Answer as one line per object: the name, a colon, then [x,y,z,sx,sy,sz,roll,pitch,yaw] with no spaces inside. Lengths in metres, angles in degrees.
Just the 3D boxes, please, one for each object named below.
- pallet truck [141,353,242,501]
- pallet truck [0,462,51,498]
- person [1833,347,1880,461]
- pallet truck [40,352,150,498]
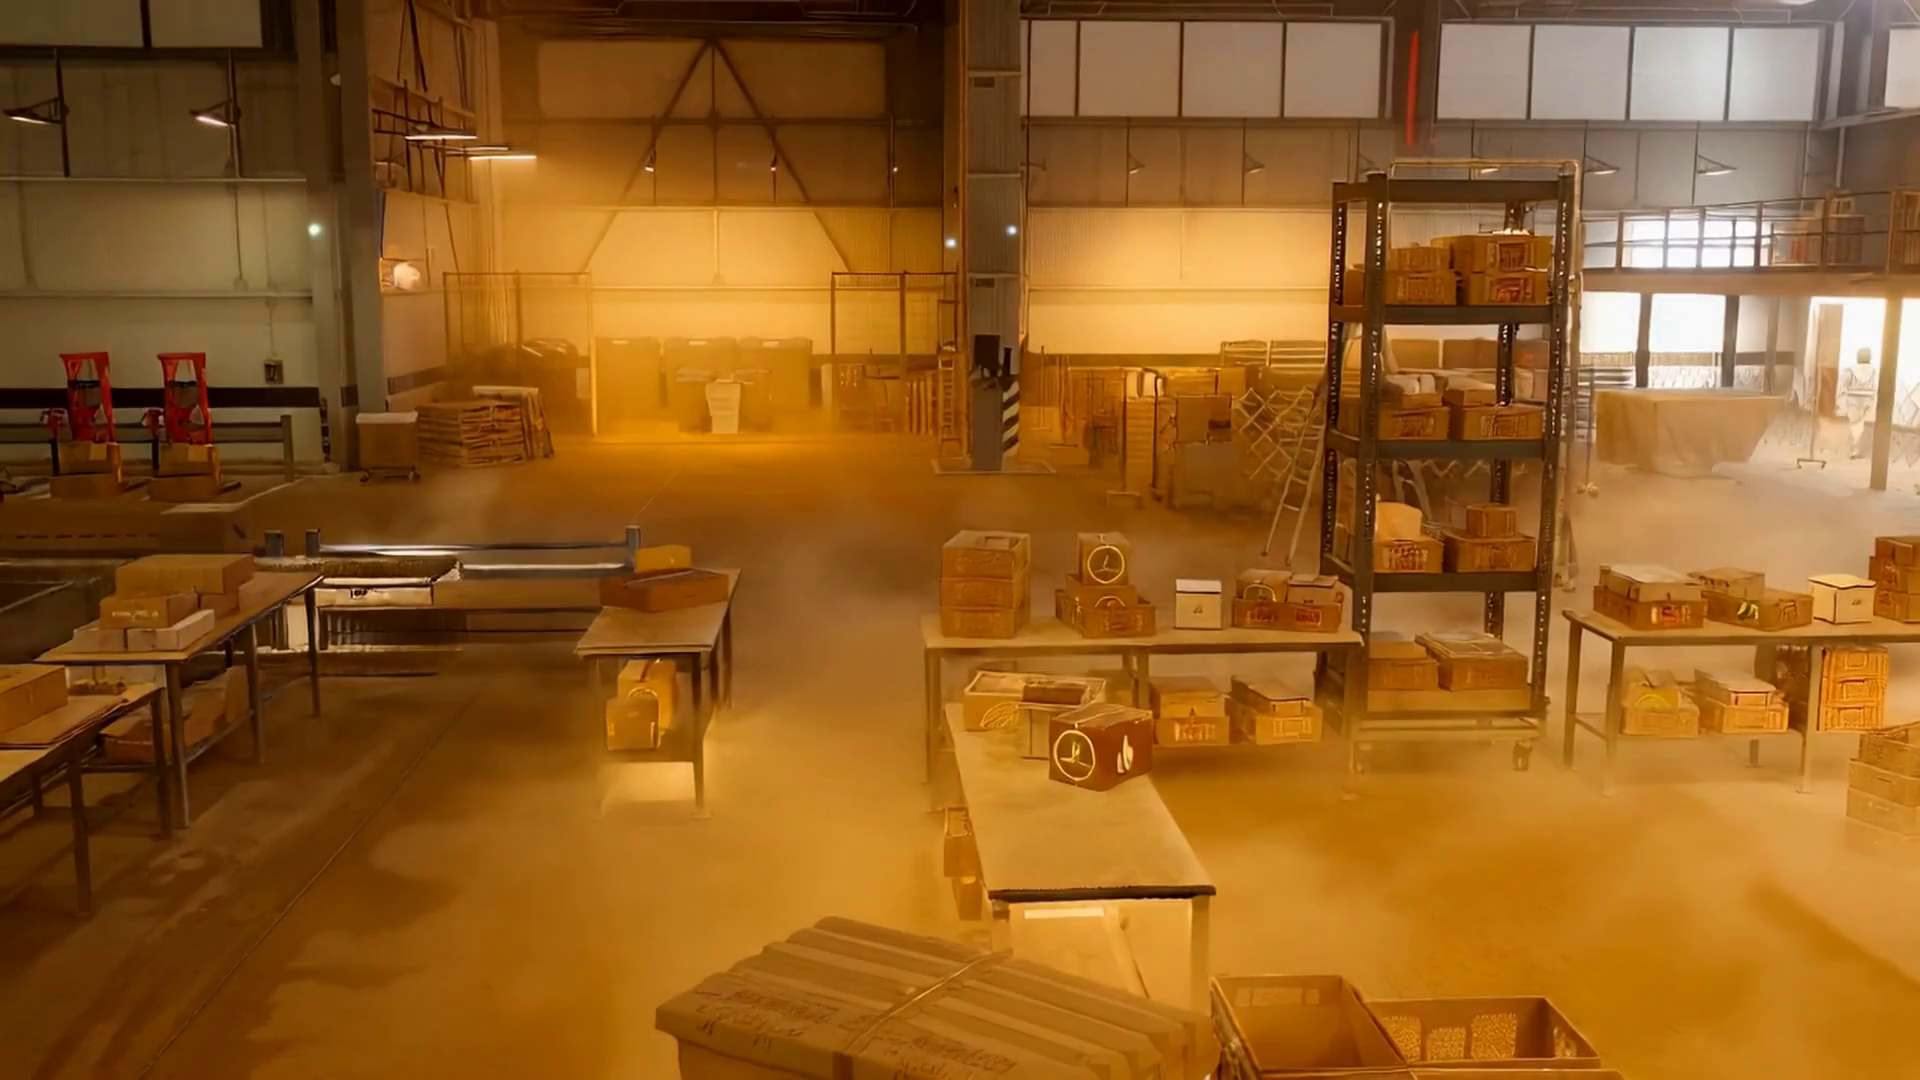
pallet truck: [-10.520,-1.604,22.925,0.823,1.965,1.885,-1,9,-6]
pallet truck: [-13.193,-1.293,23.148,0.653,1.274,1.630,-1,9,-4]
person: [14.651,-2.210,27.152,0.634,1.865,0.645,2,9,12]
pallet truck: [-11.907,-1.642,23.165,0.823,1.965,1.885,0,9,0]
